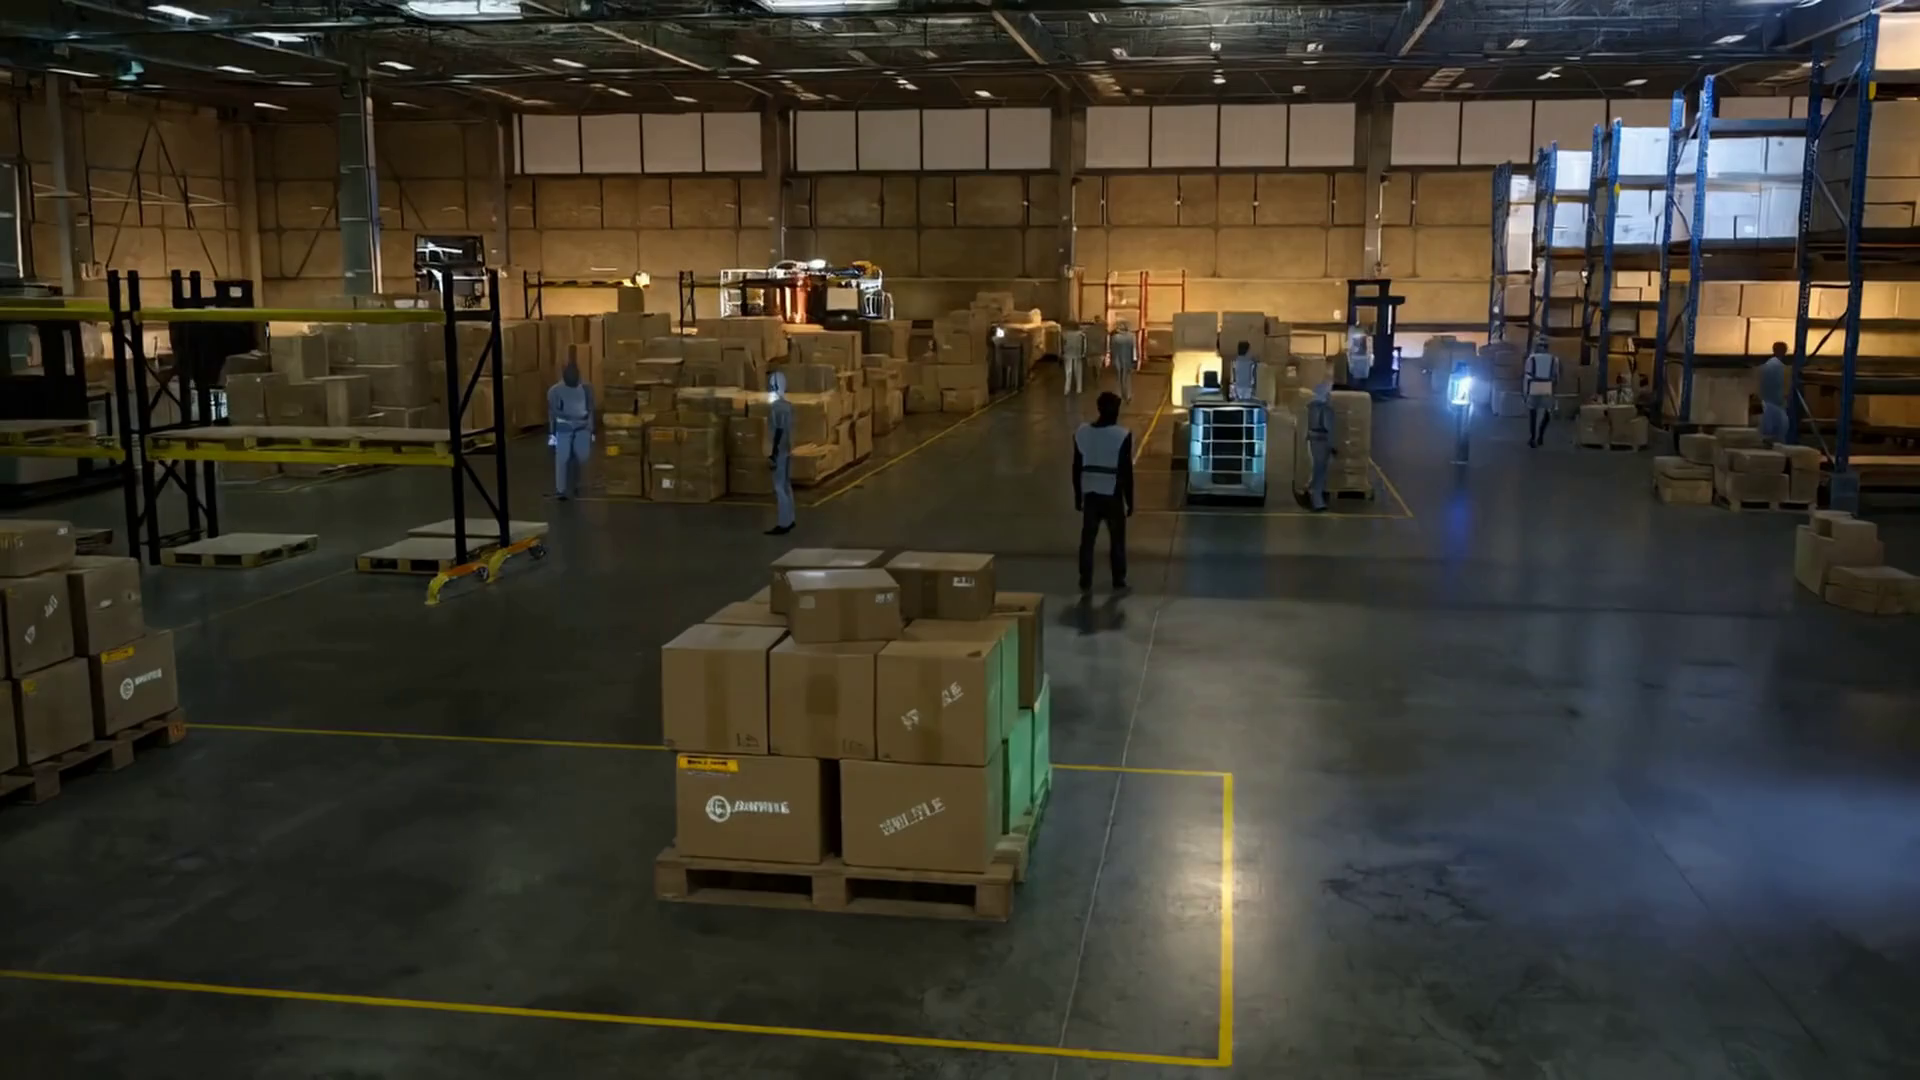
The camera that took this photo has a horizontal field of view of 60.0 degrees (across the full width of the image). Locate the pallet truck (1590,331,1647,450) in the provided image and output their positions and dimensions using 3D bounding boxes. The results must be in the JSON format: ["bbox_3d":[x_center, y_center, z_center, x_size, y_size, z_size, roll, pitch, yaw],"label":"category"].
[{"bbox_3d":[11.253,-2.573,28.499,0.823,1.965,1.885,5,10,27],"label":"pallet truck"}]

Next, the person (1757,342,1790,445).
[{"bbox_3d":[12.897,-2.155,26.198,0.828,1.910,0.635,1,9,8],"label":"person"}]

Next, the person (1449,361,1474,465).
[{"bbox_3d":[7.858,-1.984,25.998,0.314,1.632,0.524,-1,9,-4],"label":"person"}]

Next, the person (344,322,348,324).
[{"bbox_3d":[-18.612,-5.960,50.457,0.550,1.646,0.861,5,10,26],"label":"person"}]

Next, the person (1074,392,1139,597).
[{"bbox_3d":[1.342,-0.419,15.522,0.642,1.906,0.407,5,11,29],"label":"person"}]

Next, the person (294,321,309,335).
[{"bbox_3d":[-14.767,-3.987,37.424,0.379,1.933,0.629,0,9,3],"label":"person"}]

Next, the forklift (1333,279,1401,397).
[{"bbox_3d":[9.676,-4.803,39.535,1.129,2.768,1.873,-1,9,-4],"label":"forklift"}]

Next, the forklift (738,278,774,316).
[{"bbox_3d":[-5.447,-5.613,44.531,1.129,2.768,1.873,-8,12,-39],"label":"forklift"}]

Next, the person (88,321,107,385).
[{"bbox_3d":[-22.856,-5.073,44.171,0.624,1.907,0.557,9,13,44],"label":"person"}]

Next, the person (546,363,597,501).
[{"bbox_3d":[-5.143,-1.434,22.015,0.639,1.820,0.444,-6,11,-32],"label":"person"}]

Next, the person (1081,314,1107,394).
[{"bbox_3d":[3.307,-4.597,41.079,0.620,1.971,0.566,-4,10,-24],"label":"person"}]

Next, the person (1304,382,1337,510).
[{"bbox_3d":[4.587,-1.186,21.063,0.376,1.623,0.543,-3,10,-20],"label":"person"}]

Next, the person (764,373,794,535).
[{"bbox_3d":[-2.084,-0.989,19.132,0.328,1.868,0.509,1,9,9],"label":"person"}]

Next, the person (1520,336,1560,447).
[{"bbox_3d":[9.990,-2.554,28.640,0.671,1.912,0.470,3,10,20],"label":"person"}]

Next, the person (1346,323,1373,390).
[{"bbox_3d":[8.843,-3.864,36.842,0.548,1.872,1.078,5,10,27],"label":"person"}]

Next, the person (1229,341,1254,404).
[{"bbox_3d":[5.434,-3.035,32.387,0.550,1.655,0.816,-6,11,-33],"label":"person"}]

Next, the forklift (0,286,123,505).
[{"bbox_3d":[-12.270,-1.951,21.946,1.129,2.768,1.873,1,9,9],"label":"forklift"}]

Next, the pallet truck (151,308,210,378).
[{"bbox_3d":[-21.869,-5.598,47.154,0.823,1.965,1.885,4,10,26],"label":"pallet truck"}]

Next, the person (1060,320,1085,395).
[{"bbox_3d":[2.732,-4.443,40.513,0.633,1.842,0.429,-2,9,-14],"label":"person"}]

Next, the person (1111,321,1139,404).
[{"bbox_3d":[3.770,-4.064,38.054,0.651,1.878,1.032,0,9,0],"label":"person"}]

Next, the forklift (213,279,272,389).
[{"bbox_3d":[-16.726,-4.639,38.526,1.873,2.768,1.129,4,10,22],"label":"forklift"}]
